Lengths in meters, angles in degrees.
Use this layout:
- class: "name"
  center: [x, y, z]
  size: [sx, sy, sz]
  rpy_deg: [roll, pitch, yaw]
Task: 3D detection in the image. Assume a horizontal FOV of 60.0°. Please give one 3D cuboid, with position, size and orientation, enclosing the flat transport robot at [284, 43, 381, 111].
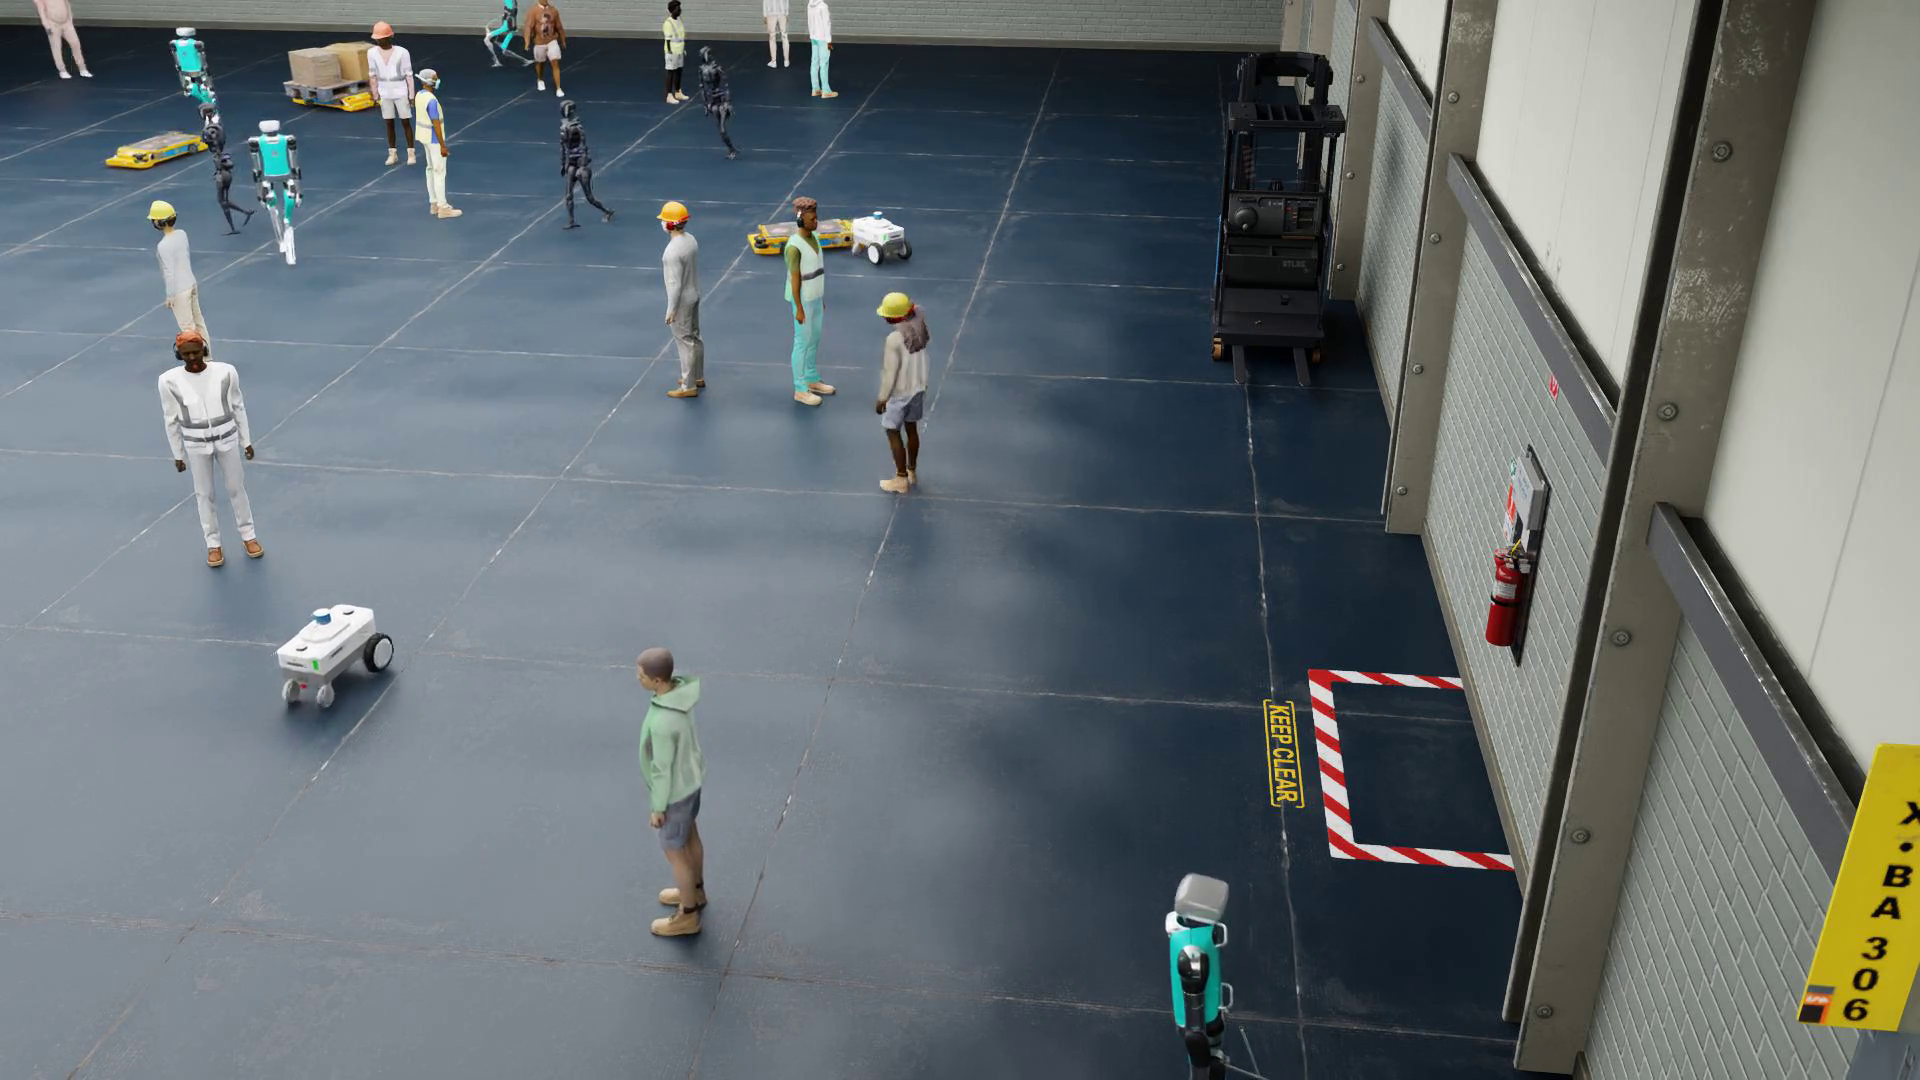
- class: "flat transport robot"
  center: [-10.478, -7.440, 27.992]
  size: [1.431, 0.231, 0.659]
  rpy_deg: [15, 30, 27]

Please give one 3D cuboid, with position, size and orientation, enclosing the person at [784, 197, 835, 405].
- class: "person"
  center: [-1.452, -2.280, 15.785]
  size: [0.394, 1.978, 0.488]
  rpy_deg: [10, 28, 19]

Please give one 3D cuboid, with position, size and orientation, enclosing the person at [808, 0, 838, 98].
- class: "person"
  center: [-2.372, -8.514, 28.299]
  size: [0.378, 1.917, 0.494]
  rpy_deg: [-24, 35, -39]

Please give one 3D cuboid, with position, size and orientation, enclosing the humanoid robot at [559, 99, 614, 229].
- class: "humanoid robot"
  center: [-4.823, -4.804, 21.196]
  size: [0.599, 1.642, 0.698]
  rpy_deg: [24, 35, 39]

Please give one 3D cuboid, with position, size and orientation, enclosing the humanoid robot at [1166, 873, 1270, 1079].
- class: "humanoid robot"
  center: [1.199, 2.213, 7.112]
  size: [1.039, 1.740, 0.561]
  rpy_deg: [3, 27, 7]

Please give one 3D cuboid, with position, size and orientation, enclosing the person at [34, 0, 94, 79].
- class: "person"
  center: [-15.996, -9.161, 29.626]
  size: [0.813, 1.878, 0.653]
  rpy_deg: [18, 32, 31]

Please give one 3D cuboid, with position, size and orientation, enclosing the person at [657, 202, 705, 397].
- class: "person"
  center: [-2.663, -2.298, 15.915]
  size: [0.359, 1.896, 0.565]
  rpy_deg: [5, 27, 10]

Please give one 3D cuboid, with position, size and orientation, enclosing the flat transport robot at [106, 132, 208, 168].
- class: "flat transport robot"
  center: [-11.890, -5.791, 24.699]
  size: [0.659, 0.231, 1.431]
  rpy_deg: [9, 28, 17]

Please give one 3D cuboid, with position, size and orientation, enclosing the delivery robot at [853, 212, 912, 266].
- class: "delivery robot"
  center: [-0.974, -3.647, 20.121]
  size: [0.524, 0.612, 0.784]
  rpy_deg: [-19, 32, -33]

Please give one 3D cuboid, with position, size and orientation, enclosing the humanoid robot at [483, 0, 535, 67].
- class: "humanoid robot"
  center: [-8.311, -9.380, 30.228]
  size: [1.032, 1.732, 0.562]
  rpy_deg: [-14, 30, -26]

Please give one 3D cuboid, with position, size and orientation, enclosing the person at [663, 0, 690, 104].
- class: "person"
  center: [-4.780, -8.202, 27.933]
  size: [0.322, 1.686, 0.545]
  rpy_deg: [10, 28, 19]

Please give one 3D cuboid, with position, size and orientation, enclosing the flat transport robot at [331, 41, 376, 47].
- class: "flat transport robot"
  center: [-11.430, -9.270, 31.645]
  size: [0.659, 0.231, 1.431]
  rpy_deg: [-18, 32, -32]

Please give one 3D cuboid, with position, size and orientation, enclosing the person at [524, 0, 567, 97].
- class: "person"
  center: [-7.151, -8.588, 28.565]
  size: [0.772, 1.808, 0.957]
  rpy_deg: [-12, 29, -23]

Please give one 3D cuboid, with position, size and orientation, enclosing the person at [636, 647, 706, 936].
- class: "person"
  center: [-1.523, 1.327, 8.849]
  size: [0.354, 1.737, 0.473]
  rpy_deg: [2, 27, 4]

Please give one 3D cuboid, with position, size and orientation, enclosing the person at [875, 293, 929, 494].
- class: "person"
  center: [-0.455, -1.246, 13.984]
  size: [0.388, 1.739, 0.596]
  rpy_deg: [19, 32, 33]

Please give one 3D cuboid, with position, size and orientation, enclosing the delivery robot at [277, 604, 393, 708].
- class: "delivery robot"
  center: [-4.292, 0.738, 11.326]
  size: [0.499, 0.577, 0.769]
  rpy_deg: [8, 28, 15]

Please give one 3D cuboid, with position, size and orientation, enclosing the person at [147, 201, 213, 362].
- class: "person"
  center: [-7.699, -2.472, 16.402]
  size: [0.307, 1.768, 0.524]
  rpy_deg: [-1, 27, -2]

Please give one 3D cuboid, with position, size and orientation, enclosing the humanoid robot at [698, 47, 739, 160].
- class: "humanoid robot"
  center: [-3.512, -6.396, 24.351]
  size: [0.629, 1.626, 0.492]
  rpy_deg: [17, 31, 31]

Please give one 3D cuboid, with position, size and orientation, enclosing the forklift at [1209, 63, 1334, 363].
- class: "forklift"
  center: [3.241, -3.477, 17.183]
  size: [1.129, 2.768, 1.873]
  rpy_deg: [3, 27, 6]

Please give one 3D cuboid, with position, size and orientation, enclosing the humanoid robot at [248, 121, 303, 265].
- class: "humanoid robot"
  center: [-8.170, -4.197, 19.939]
  size: [0.538, 1.767, 1.027]
  rpy_deg: [-12, 29, -22]

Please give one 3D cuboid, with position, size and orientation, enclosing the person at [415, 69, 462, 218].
- class: "person"
  center: [-6.844, -5.148, 21.605]
  size: [0.380, 1.891, 0.541]
  rpy_deg: [-18, 32, -32]

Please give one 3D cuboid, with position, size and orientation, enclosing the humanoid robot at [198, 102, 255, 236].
- class: "humanoid robot"
  center: [-9.222, -4.659, 20.876]
  size: [0.427, 1.645, 0.601]
  rpy_deg: [-12, 29, -22]

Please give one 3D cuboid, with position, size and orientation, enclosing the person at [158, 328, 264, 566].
- class: "person"
  center: [-5.743, -0.717, 12.770]
  size: [0.582, 1.880, 0.349]
  rpy_deg: [-15, 30, -28]

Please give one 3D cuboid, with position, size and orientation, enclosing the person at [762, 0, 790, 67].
- class: "person"
  center: [-3.393, -9.693, 30.697]
  size: [0.499, 1.877, 0.406]
  rpy_deg: [-8, 28, -15]

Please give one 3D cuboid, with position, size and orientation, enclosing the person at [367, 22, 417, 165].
- class: "person"
  center: [-8.179, -6.426, 23.993]
  size: [0.612, 2.039, 0.385]
  rpy_deg: [-1, 27, -2]

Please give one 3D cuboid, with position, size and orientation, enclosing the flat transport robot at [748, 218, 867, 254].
- class: "flat transport robot"
  center: [-1.880, -3.768, 20.662]
  size: [1.431, 0.231, 0.659]
  rpy_deg: [-6, 27, -13]

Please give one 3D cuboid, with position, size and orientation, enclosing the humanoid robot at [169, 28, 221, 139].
- class: "humanoid robot"
  center: [-11.500, -6.890, 25.323]
  size: [0.550, 1.850, 0.746]
  rpy_deg: [4, 27, 7]
